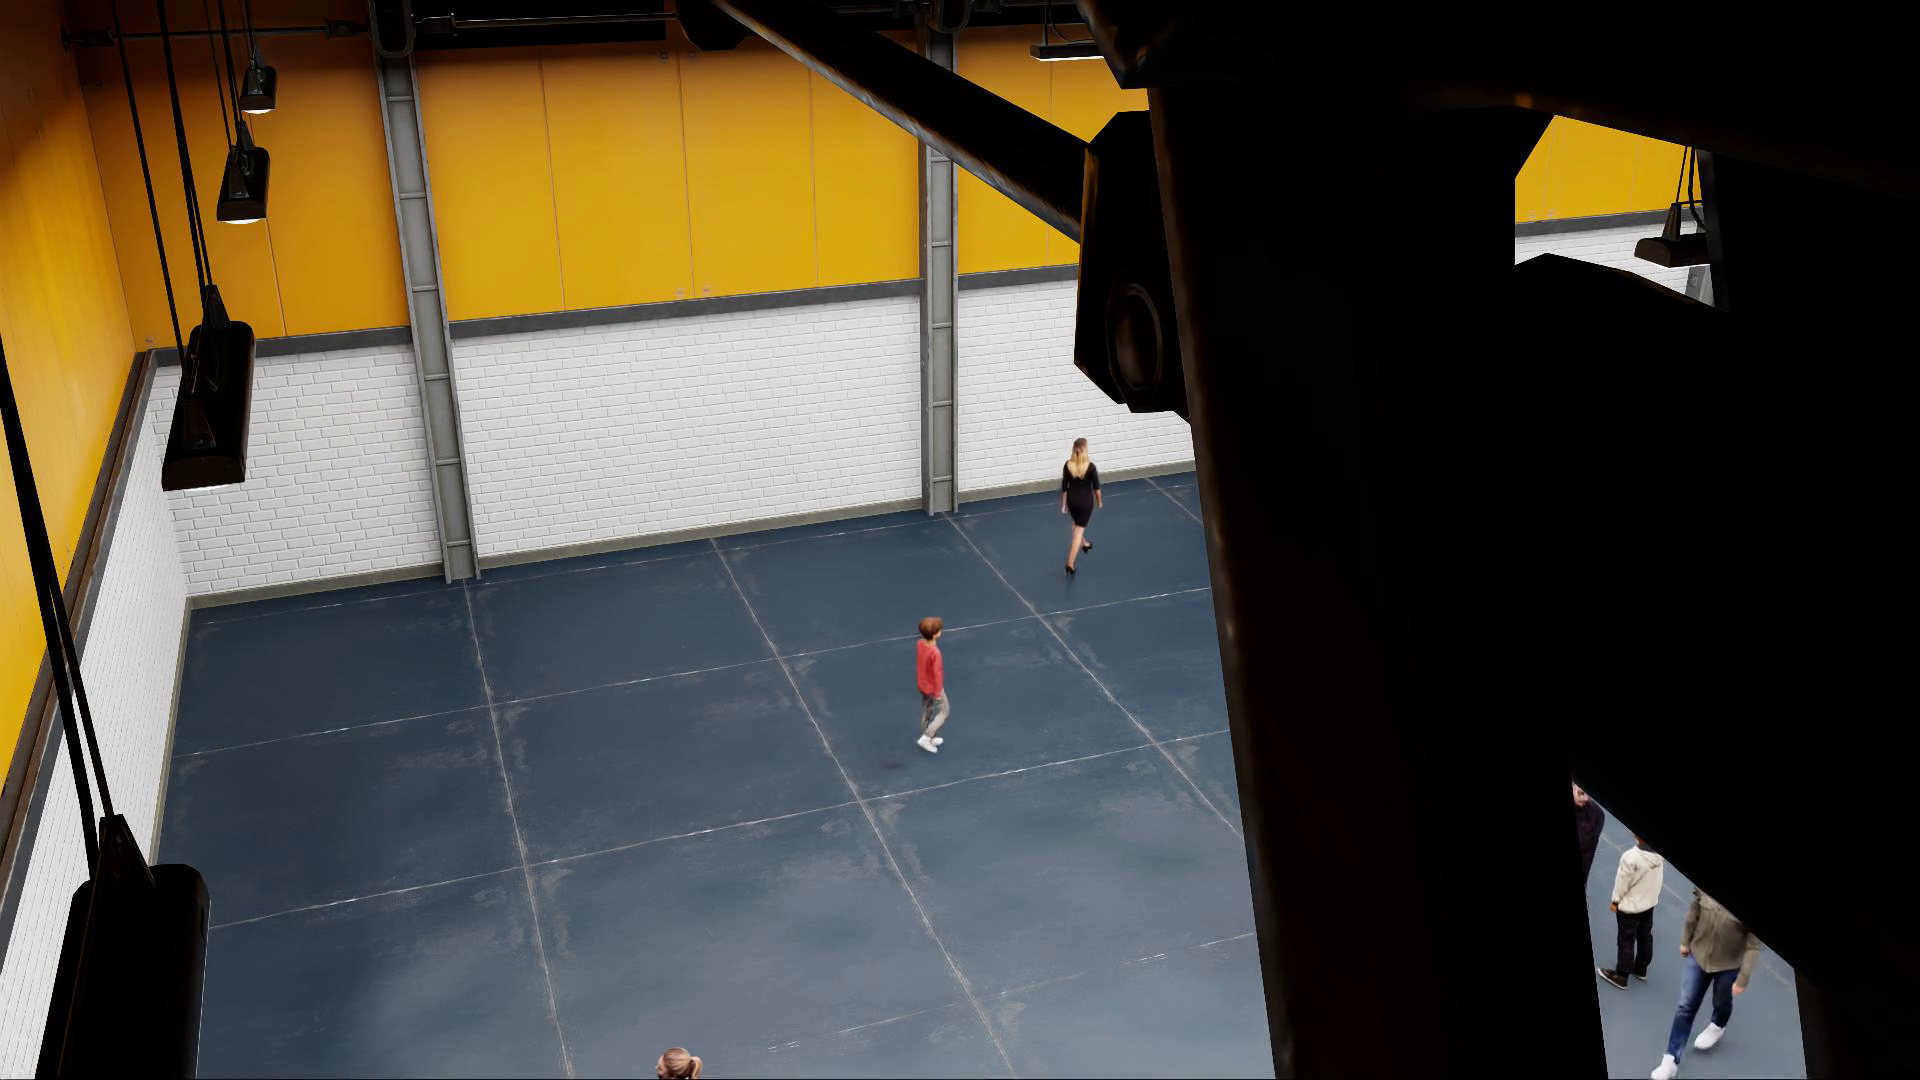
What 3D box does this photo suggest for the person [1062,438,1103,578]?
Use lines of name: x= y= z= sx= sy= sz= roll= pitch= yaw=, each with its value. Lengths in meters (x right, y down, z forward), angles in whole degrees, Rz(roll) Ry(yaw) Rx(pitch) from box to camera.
person: x=1.368 y=-0.348 z=19.447 sx=0.984 sy=1.632 sz=1.087 roll=12 pitch=27 yaw=26

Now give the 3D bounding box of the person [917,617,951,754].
person: x=-0.328 y=1.387 z=15.754 sx=0.656 sy=1.409 sz=0.596 roll=-17 pitch=29 yaw=-34

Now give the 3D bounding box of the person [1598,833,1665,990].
person: x=5.156 y=2.731 z=12.631 sx=0.482 sy=1.449 sz=0.662 roll=-12 pitch=26 yaw=-26

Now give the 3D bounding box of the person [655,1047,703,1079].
person: x=-1.654 y=3.744 z=9.996 sx=0.596 sy=1.703 sz=0.620 roll=-3 pitch=24 yaw=-7

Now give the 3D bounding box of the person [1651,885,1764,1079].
person: x=5.391 y=2.932 z=11.719 sx=1.303 sy=1.811 sz=1.039 roll=-20 pitch=31 yaw=-39
